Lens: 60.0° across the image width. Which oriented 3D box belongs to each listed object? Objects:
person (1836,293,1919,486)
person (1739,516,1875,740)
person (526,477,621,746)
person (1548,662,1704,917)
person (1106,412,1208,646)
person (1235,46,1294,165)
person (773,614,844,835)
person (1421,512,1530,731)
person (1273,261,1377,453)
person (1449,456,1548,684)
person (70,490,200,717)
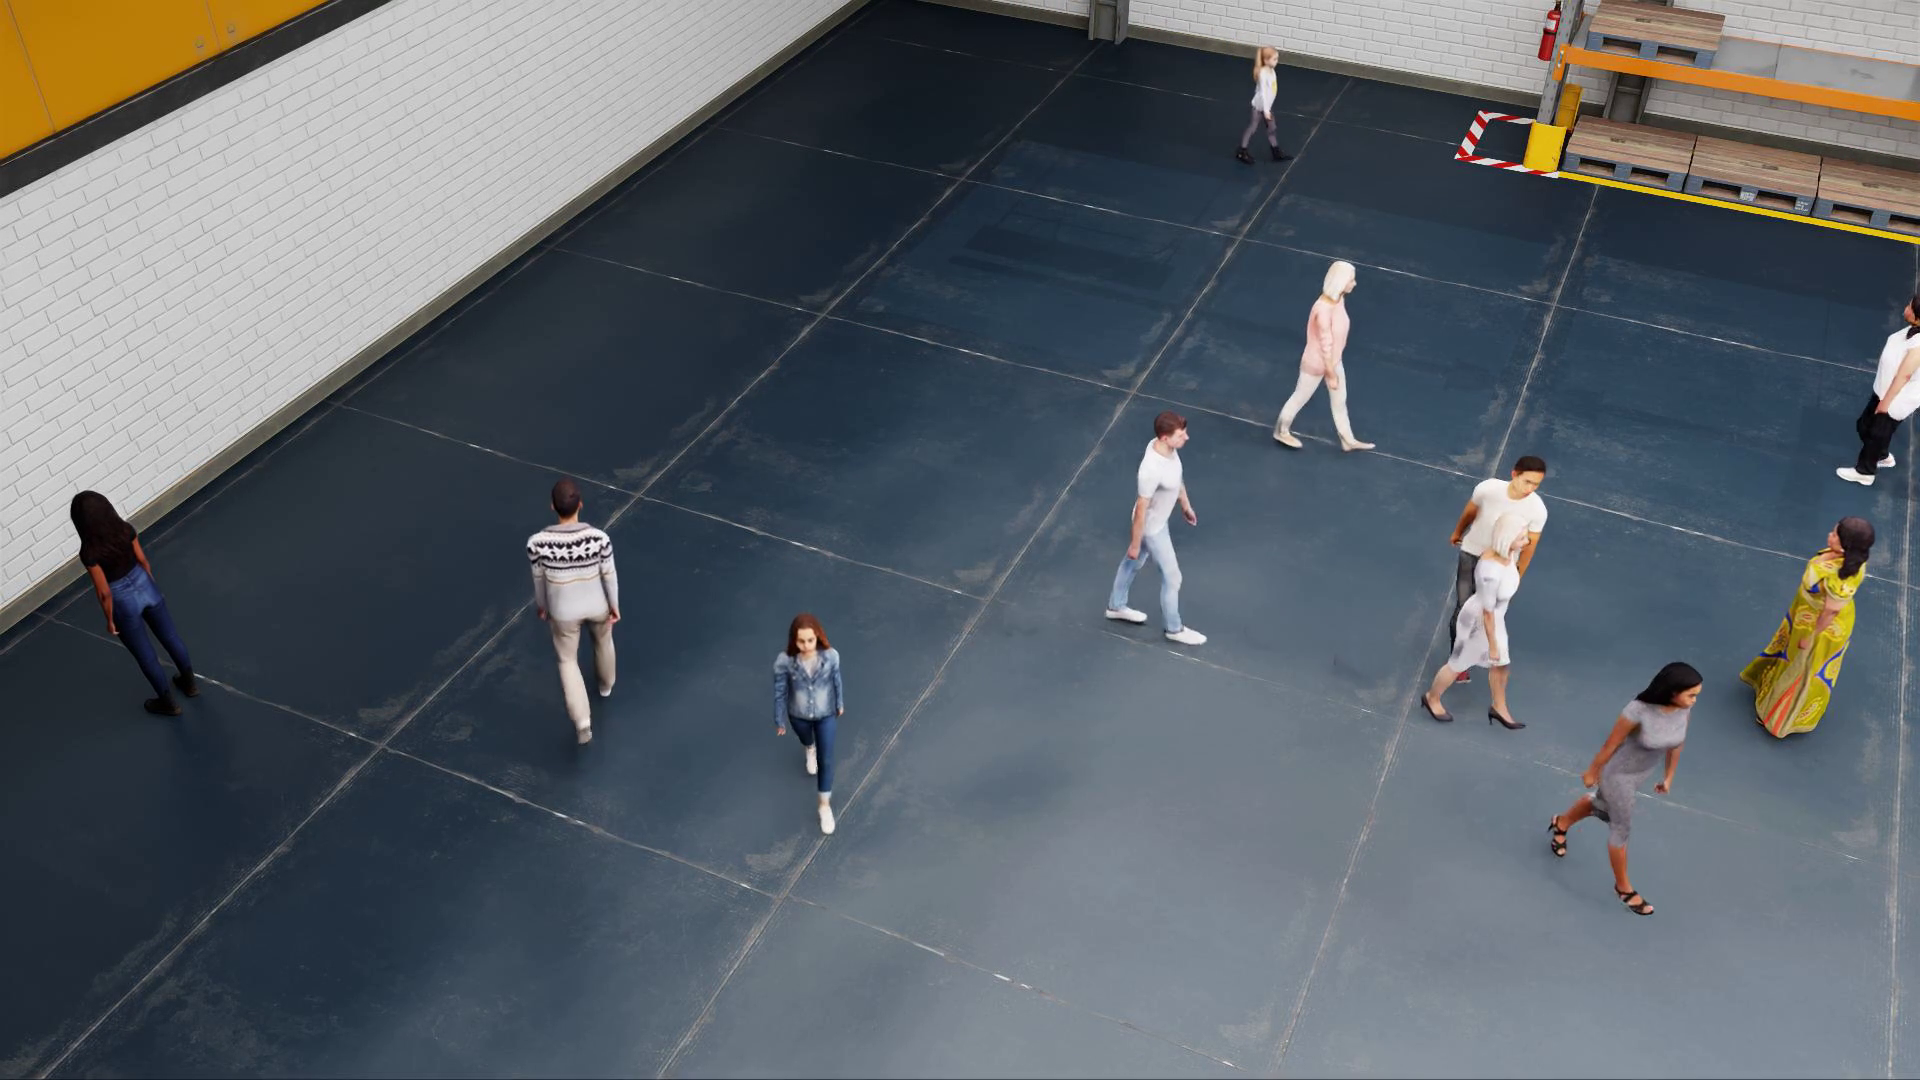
[{"bbox_3d":[7.158,-1.122,12.616,0.650,1.678,0.698,22,44,25],"label":"person"},{"bbox_3d":[5.461,0.518,10.577,0.749,1.659,0.839,18,42,21],"label":"person"},{"bbox_3d":[-2.417,0.453,10.509,1.091,1.846,1.129,-10,40,-12],"label":"person"},{"bbox_3d":[3.724,1.303,9.535,1.024,1.732,1.099,-10,40,-12],"label":"person"},{"bbox_3d":[1.199,-0.115,11.238,1.024,1.823,0.791,7,39,9],"label":"person"},{"bbox_3d":[3.047,-4.479,17.156,0.830,1.257,0.547,22,43,25],"label":"person"},{"bbox_3d":[-0.920,0.992,10.154,1.026,1.446,0.987,-5,39,-7],"label":"person"},{"bbox_3d":[3.217,0.510,10.537,0.909,1.721,0.615,20,43,23],"label":"person"},{"bbox_3d":[2.729,-1.408,12.965,1.036,1.687,0.651,19,43,23],"label":"person"},{"bbox_3d":[3.527,0.068,11.075,1.031,1.740,0.785,20,43,23],"label":"person"},{"bbox_3d":[-5.287,0.408,10.652,0.529,1.737,0.561,18,42,21],"label":"person"}]
